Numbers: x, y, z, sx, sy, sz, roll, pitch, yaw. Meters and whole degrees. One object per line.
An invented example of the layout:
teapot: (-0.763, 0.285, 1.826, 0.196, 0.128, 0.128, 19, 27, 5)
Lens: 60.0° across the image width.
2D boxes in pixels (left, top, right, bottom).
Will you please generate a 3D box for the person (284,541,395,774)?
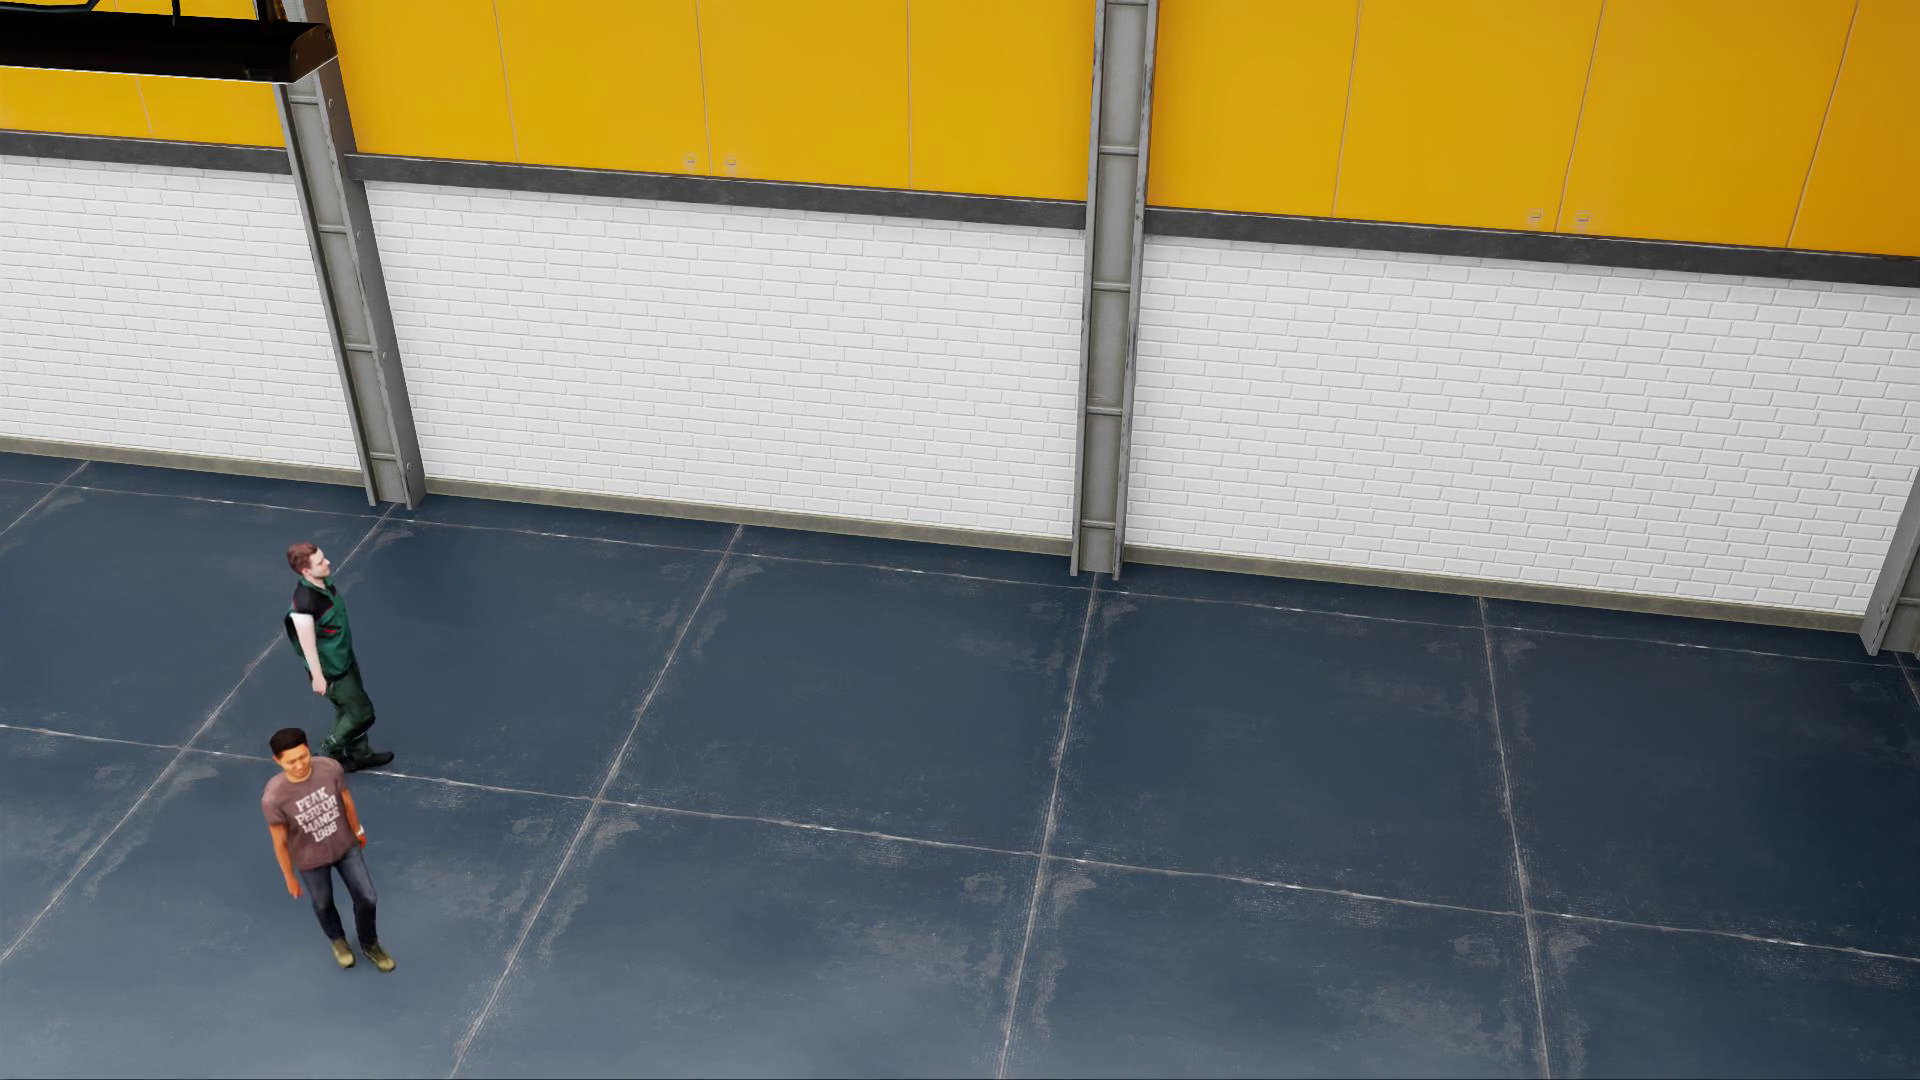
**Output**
person: (-4.158, 0.799, 10.839, 0.823, 1.837, 0.773, -5, 34, -7)

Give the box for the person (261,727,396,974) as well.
person: (-3.681, 1.726, 9.512, 0.845, 1.762, 0.902, -25, 41, -33)
